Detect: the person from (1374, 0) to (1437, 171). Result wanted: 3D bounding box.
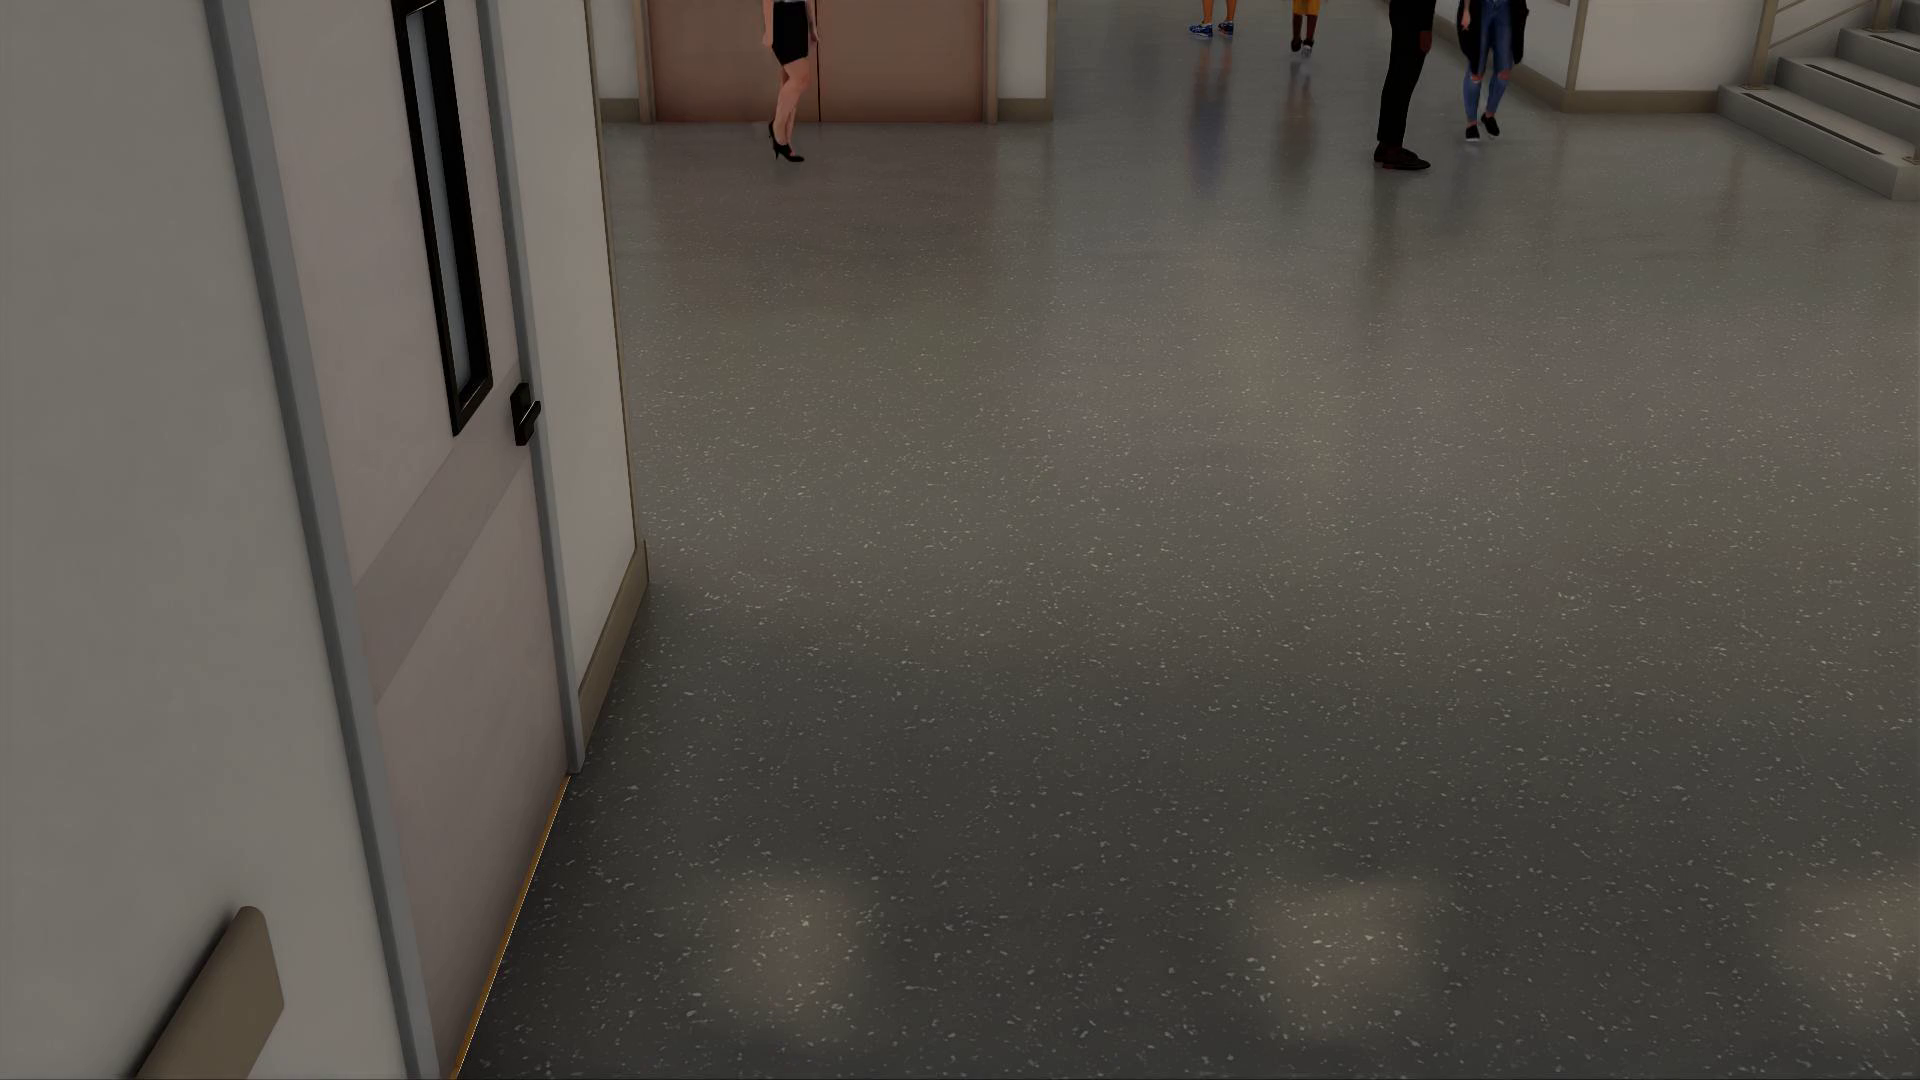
[{"bbox_3d":[2.810,-3.261,10.399,0.533,1.809,0.631,1,26,1],"label":"person"}]

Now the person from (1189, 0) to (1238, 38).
[{"bbox_3d":[2.366,-5.549,15.073,0.632,1.870,0.751,-11,28,-21],"label":"person"}]

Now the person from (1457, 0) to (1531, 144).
[{"bbox_3d":[3.499,-3.506,11.058,0.606,1.676,0.704,2,26,3],"label":"person"}]

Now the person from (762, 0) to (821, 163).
[{"bbox_3d":[-1.156,-3.205,10.478,0.714,1.639,0.687,12,28,23],"label":"person"}]
